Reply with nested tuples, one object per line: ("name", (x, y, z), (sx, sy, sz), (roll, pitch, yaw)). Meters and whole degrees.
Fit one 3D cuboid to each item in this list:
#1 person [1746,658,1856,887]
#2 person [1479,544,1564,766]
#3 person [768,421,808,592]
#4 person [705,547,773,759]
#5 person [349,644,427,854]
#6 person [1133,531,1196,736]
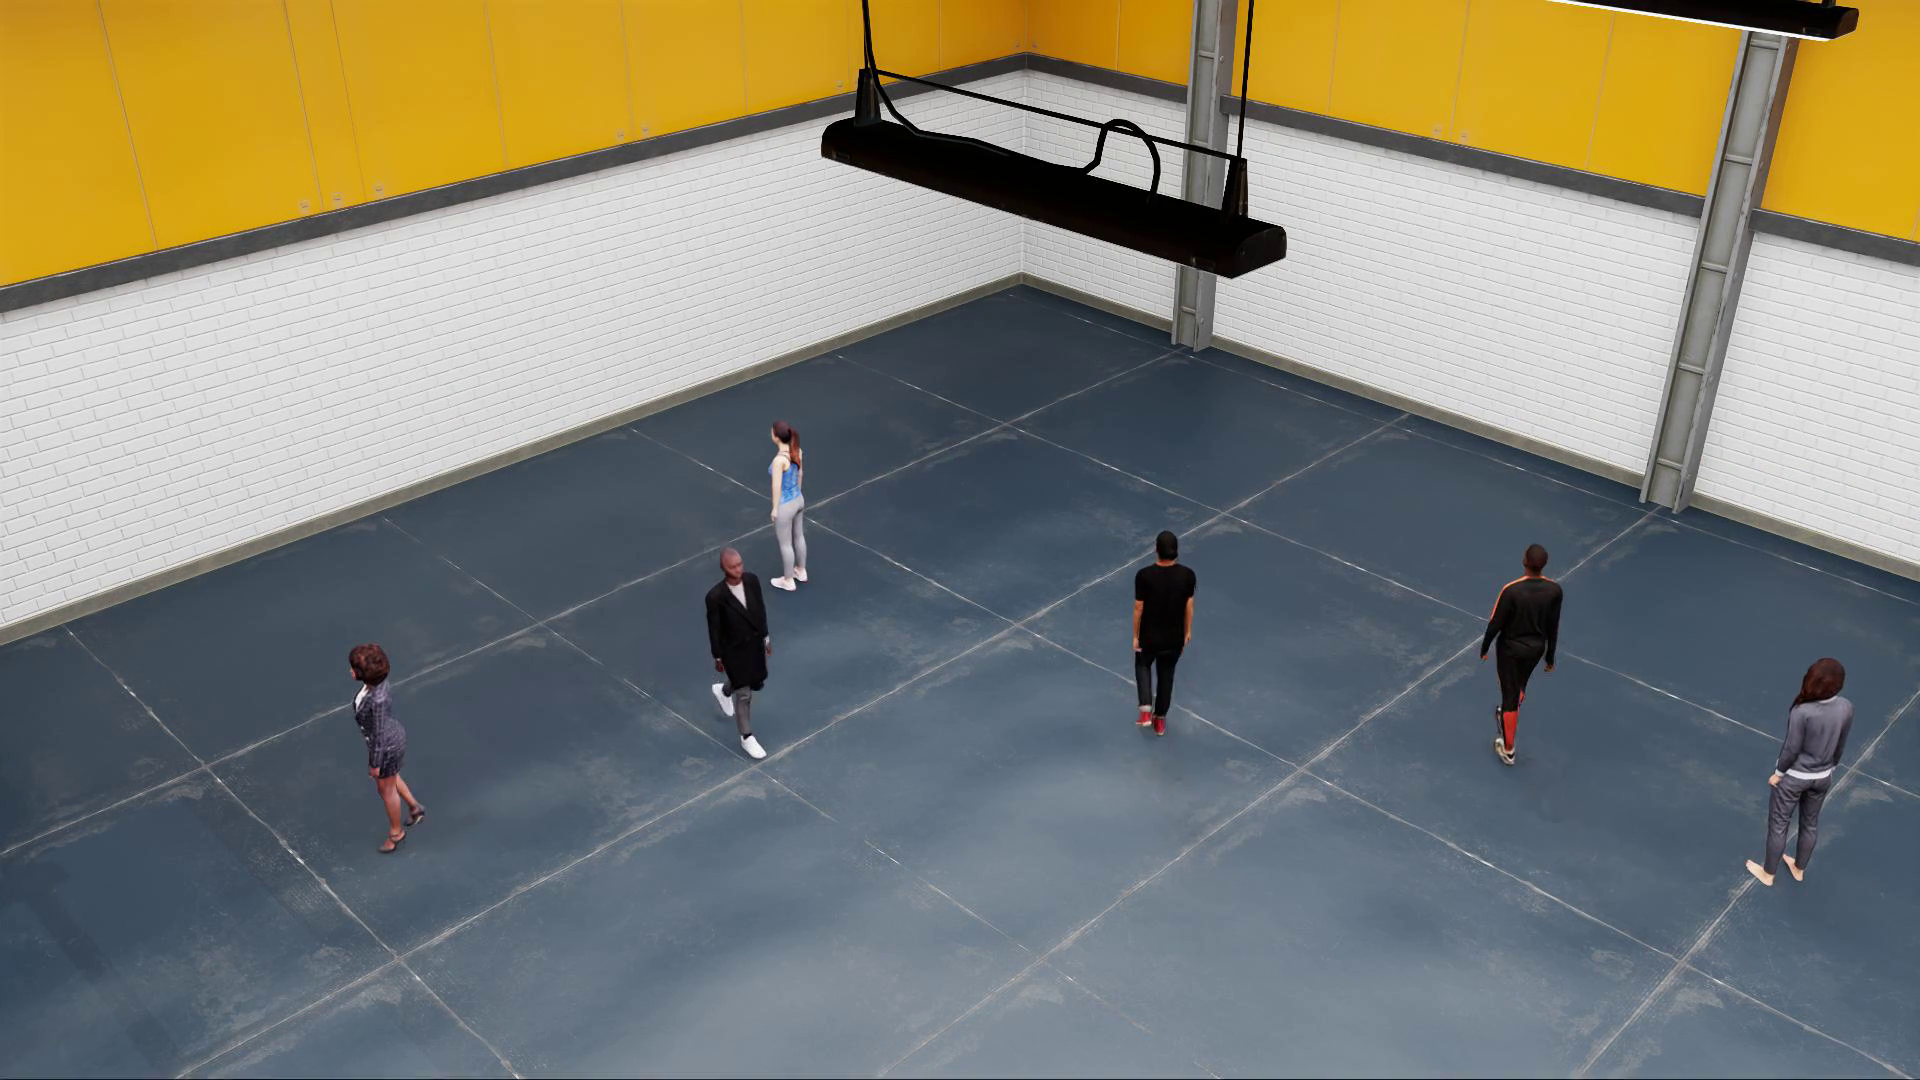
("person", (5.743, 1.578, 11.292), (0.683, 1.770, 0.708), (-4, 29, -7))
("person", (4.252, 0.893, 12.527), (0.964, 1.791, 1.031), (-1, 29, -2))
("person", (-1.548, -0.321, 14.941), (0.614, 1.608, 0.616), (14, 32, 25))
("person", (-1.726, 0.799, 12.745), (0.635, 1.746, 0.933), (-25, 37, -37))
("person", (-3.967, 1.435, 11.636), (0.823, 1.692, 0.703), (-8, 30, -14))
("person", (1.566, 0.767, 12.803), (0.774, 1.747, 0.835), (0, 29, 0))
